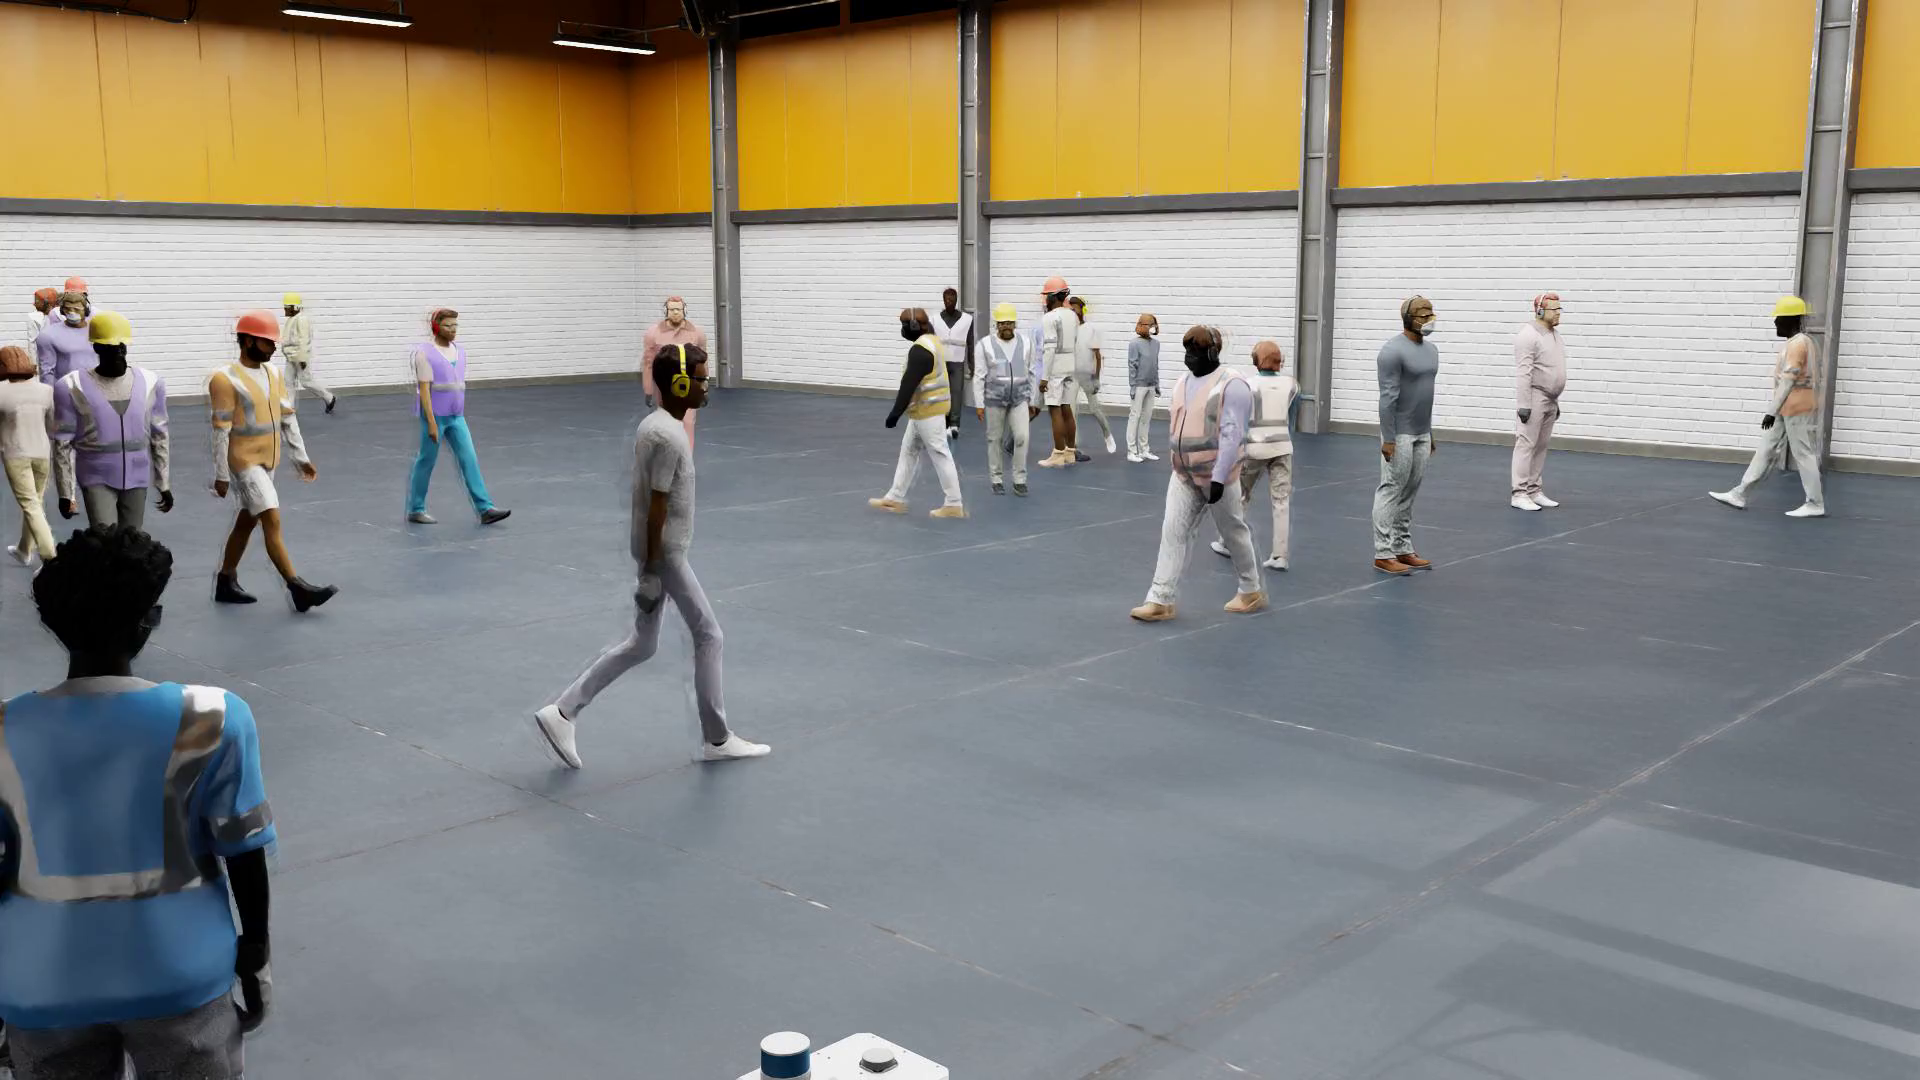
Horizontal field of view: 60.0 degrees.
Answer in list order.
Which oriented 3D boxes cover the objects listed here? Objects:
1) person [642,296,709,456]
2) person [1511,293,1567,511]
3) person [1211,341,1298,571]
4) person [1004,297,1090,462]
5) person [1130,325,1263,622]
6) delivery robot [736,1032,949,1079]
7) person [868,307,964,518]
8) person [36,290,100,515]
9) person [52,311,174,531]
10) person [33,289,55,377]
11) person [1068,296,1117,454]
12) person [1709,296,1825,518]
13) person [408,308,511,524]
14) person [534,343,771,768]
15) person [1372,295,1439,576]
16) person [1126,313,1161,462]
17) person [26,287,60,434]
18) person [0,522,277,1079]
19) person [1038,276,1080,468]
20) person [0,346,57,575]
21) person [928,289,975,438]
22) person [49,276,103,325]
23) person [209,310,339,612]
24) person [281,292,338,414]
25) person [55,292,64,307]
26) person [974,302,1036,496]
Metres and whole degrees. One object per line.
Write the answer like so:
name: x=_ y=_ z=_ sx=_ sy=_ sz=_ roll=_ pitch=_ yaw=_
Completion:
person: x=-2.894 y=-1.555 z=16.943 sx=0.661 sy=1.856 sz=1.031 roll=-1 pitch=9 yaw=-7
person: x=5.141 y=-1.219 z=14.701 sx=0.643 sy=1.908 sz=0.399 roll=-9 pitch=13 yaw=-44
person: x=2.127 y=-0.612 z=11.891 sx=0.515 sy=1.603 sz=0.824 roll=-3 pitch=10 yaw=-19
person: x=0.947 y=-1.810 z=18.403 sx=1.010 sy=1.893 sz=0.550 roll=6 pitch=11 yaw=31
person: x=1.497 y=-0.403 z=10.079 sx=0.975 sy=1.797 sz=0.616 roll=-7 pitch=12 yaw=-37
delivery robot: x=-0.354 y=1.251 z=3.396 sx=0.477 sy=0.478 sz=0.707 roll=9 pitch=13 yaw=43
person: x=-0.388 y=-1.077 z=14.181 sx=0.941 sy=1.789 sz=0.624 roll=0 pitch=9 yaw=3
person: x=-7.630 y=-1.193 z=14.453 sx=0.629 sy=1.935 sz=0.372 roll=-9 pitch=13 yaw=-44
person: x=-4.784 y=-0.346 z=9.414 sx=0.595 sy=1.887 sz=0.588 roll=8 pitch=12 yaw=40
person: x=-11.464 y=-2.186 z=20.771 sx=0.834 sy=1.856 sz=0.601 roll=-6 pitch=11 yaw=-31
person: x=1.428 y=-1.842 z=18.815 sx=0.529 sy=1.829 sz=0.897 roll=5 pitch=10 yaw=27
person: x=7.002 y=-1.137 z=14.262 sx=0.955 sy=1.880 sz=0.613 roll=4 pitch=10 yaw=23
person: x=-4.219 y=-1.003 z=13.722 sx=0.968 sy=1.790 sz=0.597 roll=4 pitch=10 yaw=23
person: x=-1.333 y=0.075 z=7.059 sx=0.921 sy=1.826 sz=0.523 roll=-3 pitch=10 yaw=-20
person: x=3.126 y=-0.732 z=11.612 sx=0.629 sy=1.939 sz=0.372 roll=-9 pitch=13 yaw=-44
person: x=2.040 y=-1.682 z=18.370 sx=0.501 sy=1.632 sz=0.280 roll=-9 pitch=13 yaw=-44
person: x=-11.706 y=-2.315 z=21.487 sx=0.575 sy=1.883 sz=0.356 roll=-9 pitch=13 yaw=-44
person: x=-1.501 y=0.815 z=2.965 sx=0.545 sy=1.677 sz=0.644 roll=-3 pitch=10 yaw=-17
person: x=1.022 y=-1.786 z=17.758 sx=0.394 sy=2.041 sz=0.612 roll=6 pitch=11 yaw=34
person: x=-6.546 y=-0.556 z=11.606 sx=0.868 sy=1.583 sz=0.531 roll=6 pitch=11 yaw=31
person: x=-0.135 y=-2.226 z=20.982 sx=0.619 sy=1.863 sz=0.989 roll=1 pitch=9 yaw=3
person: x=-10.394 y=-2.098 z=19.687 sx=0.609 sy=2.036 sz=0.402 roll=-9 pitch=13 yaw=-44
person: x=-4.340 y=-0.489 z=10.361 sx=0.993 sy=1.867 sz=0.534 roll=2 pitch=9 yaw=12
person: x=-9.386 y=-2.641 z=23.763 sx=0.815 sy=1.803 sz=0.591 roll=-8 pitch=12 yaw=-41
person: x=-11.652 y=-2.343 z=21.871 sx=0.800 sy=1.821 sz=0.528 roll=-4 pitch=10 yaw=-24
person: x=0.437 y=-1.296 z=15.464 sx=0.620 sy=1.804 sz=0.680 roll=-2 pitch=9 yaw=-12
